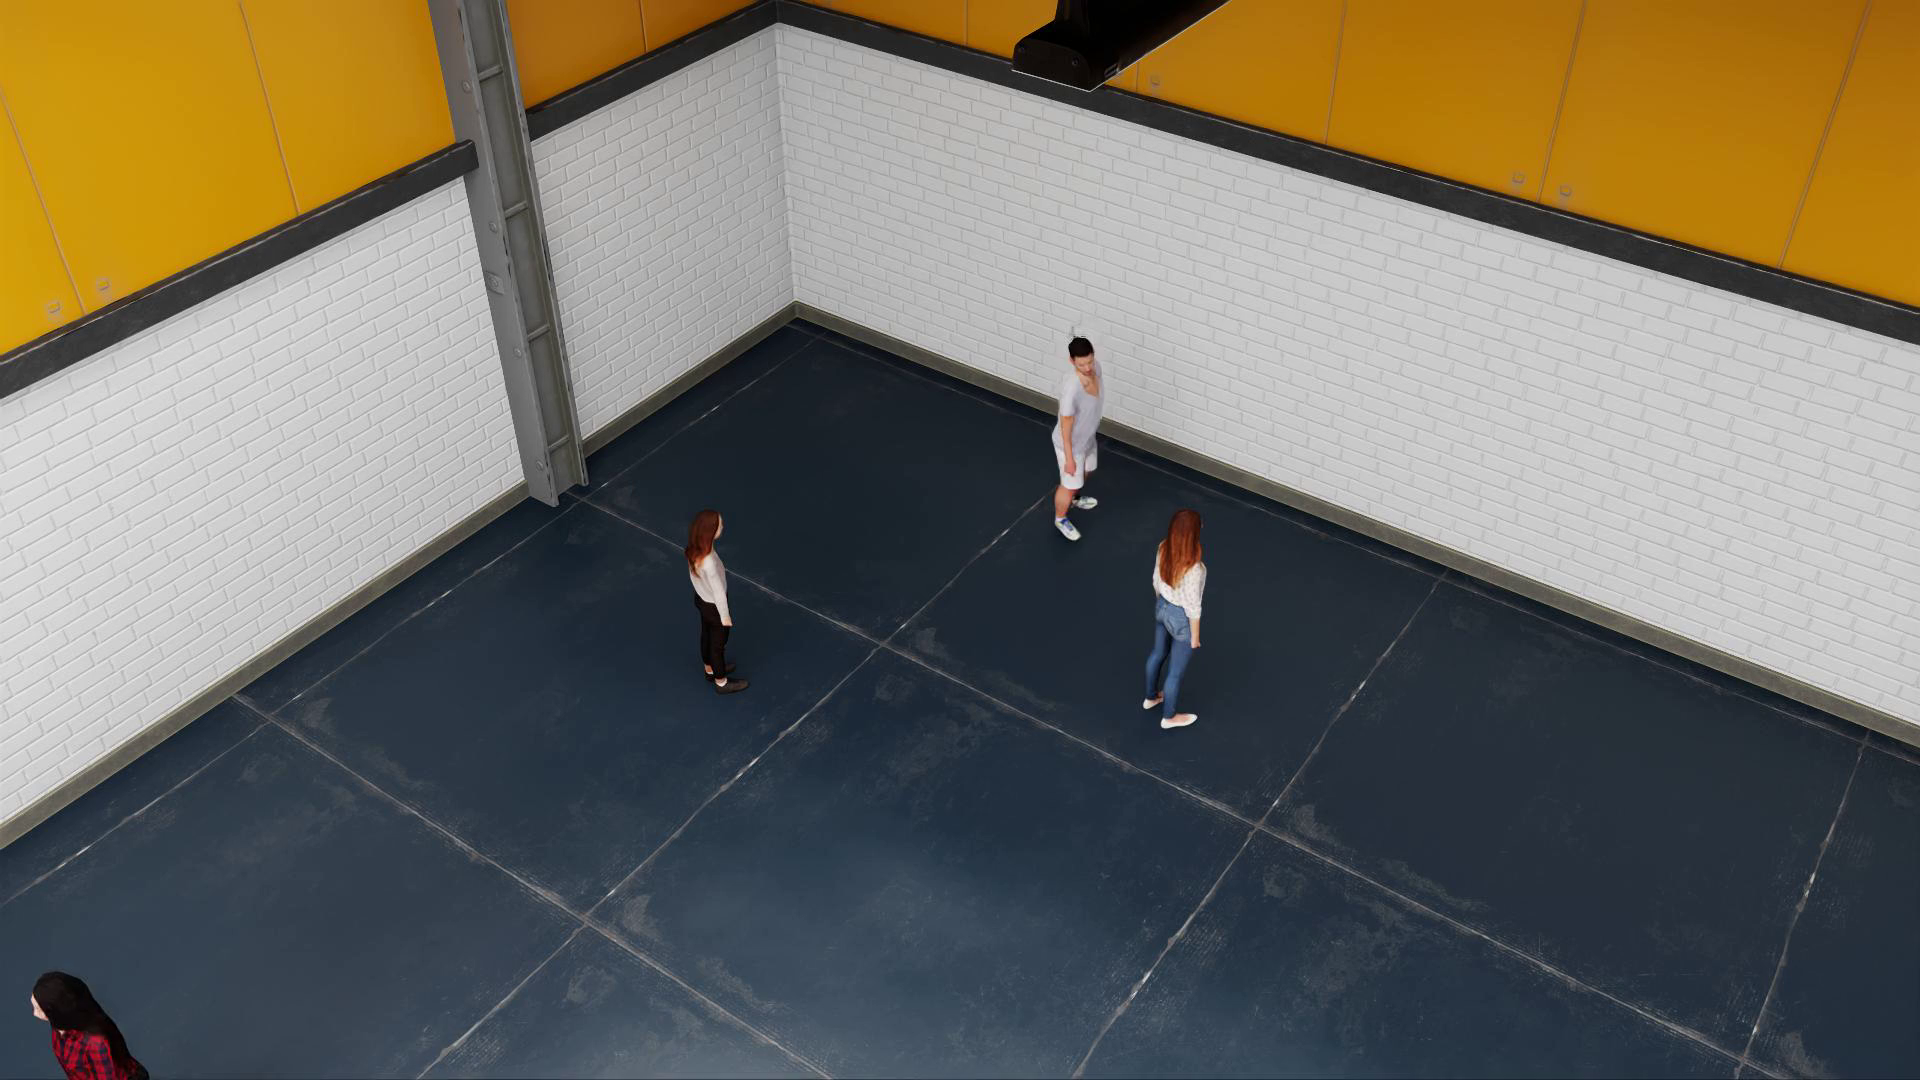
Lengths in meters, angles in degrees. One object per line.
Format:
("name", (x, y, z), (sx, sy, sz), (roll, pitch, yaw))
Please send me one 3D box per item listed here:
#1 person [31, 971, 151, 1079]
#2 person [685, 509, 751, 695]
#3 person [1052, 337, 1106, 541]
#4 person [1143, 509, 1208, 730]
("person", (-4.121, 2.648, 8.270), (0.619, 1.614, 1.040), (21, 43, 24))
("person", (-1.672, 0.416, 11.167), (0.616, 1.486, 0.612), (-20, 43, -23))
("person", (0.837, -0.788, 12.414), (0.891, 1.810, 0.601), (11, 40, 14))
("person", (1.407, 0.497, 10.871), (0.641, 1.728, 0.650), (-19, 42, -22))
